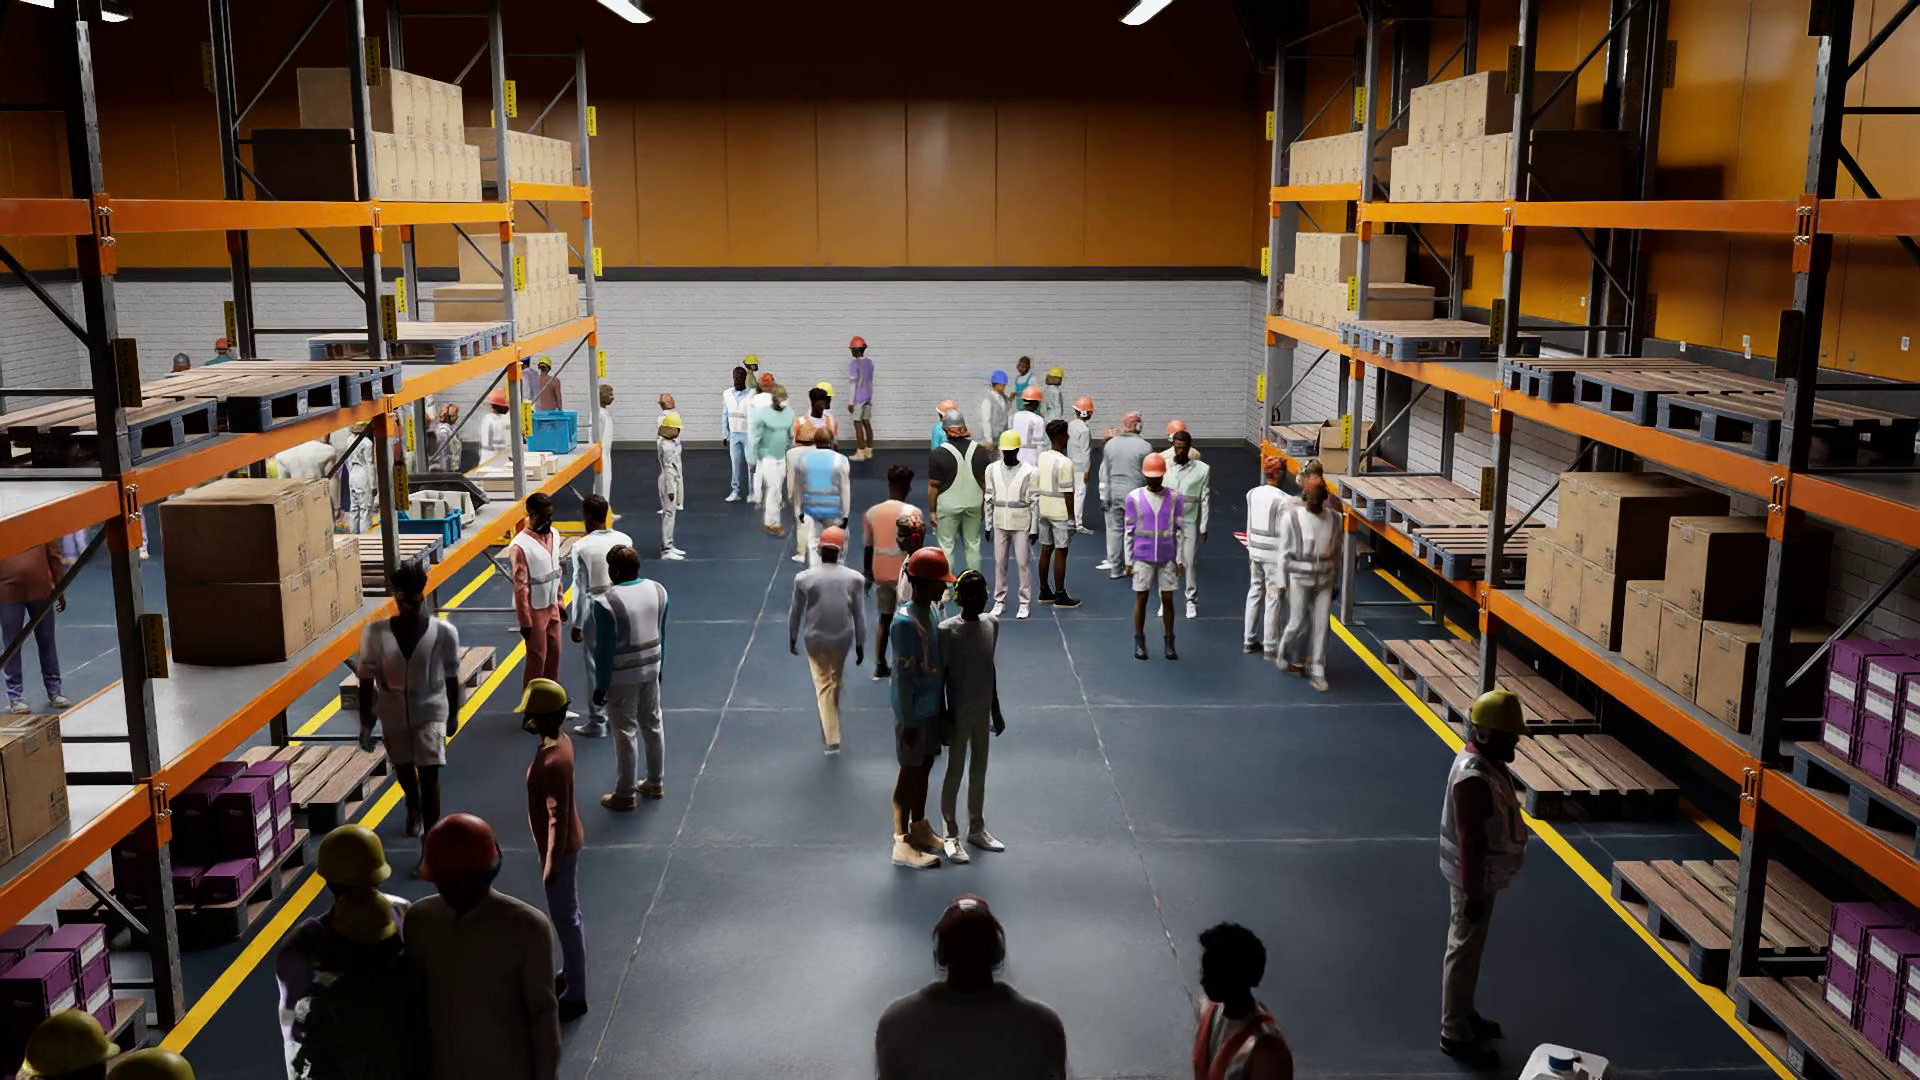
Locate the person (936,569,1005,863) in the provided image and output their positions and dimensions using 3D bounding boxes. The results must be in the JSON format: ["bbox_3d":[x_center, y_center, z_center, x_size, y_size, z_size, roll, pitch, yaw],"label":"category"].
[{"bbox_3d":[0.072,1.099,10.553,0.532,1.871,0.321,-10,15,-40],"label":"person"}]

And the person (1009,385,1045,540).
[{"bbox_3d":[0.860,-0.967,20.801,0.560,1.924,0.421,11,15,43],"label":"person"}]

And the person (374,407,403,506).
[{"bbox_3d":[-7.267,-1.061,21.278,0.399,1.919,0.582,1,11,4],"label":"person"}]

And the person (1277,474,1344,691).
[{"bbox_3d":[3.002,0.340,14.351,0.603,1.870,0.627,-2,11,-9],"label":"person"}]

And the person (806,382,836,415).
[{"bbox_3d":[-1.762,-1.058,21.246,0.397,1.920,0.586,-7,13,-31],"label":"person"}]

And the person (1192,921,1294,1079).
[{"bbox_3d":[0.977,2.139,5.801,0.323,1.686,0.536,-4,12,-17],"label":"person"}]

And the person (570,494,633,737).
[{"bbox_3d":[-2.786,0.588,13.025,0.399,1.906,0.603,7,13,32],"label":"person"}]

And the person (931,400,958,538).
[{"bbox_3d":[-0.179,-0.893,20.869,0.349,1.740,0.575,-3,12,-13],"label":"person"}]

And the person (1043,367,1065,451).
[{"bbox_3d":[1.435,-1.755,25.204,0.311,1.735,0.484,-4,12,-21],"label":"person"}]

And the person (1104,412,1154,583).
[{"bbox_3d":[1.898,-0.468,18.357,0.665,1.896,0.397,11,15,43],"label":"person"}]

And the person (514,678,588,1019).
[{"bbox_3d":[-2.081,1.562,8.491,0.311,1.768,0.532,-3,12,-13],"label":"person"}]

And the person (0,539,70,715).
[{"bbox_3d":[-7.638,0.439,13.579,0.614,1.987,0.408,-11,15,-42],"label":"person"}]

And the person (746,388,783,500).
[{"bbox_3d":[-2.756,-1.364,23.412,0.578,1.679,0.375,8,14,35],"label":"person"}]

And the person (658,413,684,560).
[{"bbox_3d":[-3.393,-0.631,19.579,0.340,1.733,0.491,-2,11,-9],"label":"person"}]

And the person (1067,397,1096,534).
[{"bbox_3d":[1.549,-0.947,21.138,0.346,1.744,0.558,-3,12,-16],"label":"person"}]

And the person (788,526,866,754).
[{"bbox_3d":[-1.020,0.744,12.752,0.574,1.707,0.883,-4,12,-19],"label":"person"}]

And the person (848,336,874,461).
[{"bbox_3d":[-1.653,-2.309,27.245,0.404,2.037,0.608,6,13,28],"label":"person"}]

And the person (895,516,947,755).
[{"bbox_3d":[-0.291,0.716,12.571,0.392,1.836,0.561,-2,12,-11],"label":"person"}]

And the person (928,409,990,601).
[{"bbox_3d":[-0.049,-0.376,17.517,0.679,2.000,0.535,-5,12,-22],"label":"person"}]

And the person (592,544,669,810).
[{"bbox_3d":[-2.283,0.935,11.445,0.430,1.845,0.619,8,14,36],"label":"person"}]

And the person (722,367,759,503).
[{"bbox_3d":[-3.052,-1.487,23.396,0.596,1.917,0.372,3,12,17],"label":"person"}]

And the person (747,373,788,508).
[{"bbox_3d":[-2.652,-1.361,22.886,0.576,1.877,0.349,3,12,16],"label":"person"}]

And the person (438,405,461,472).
[{"bbox_3d":[-6.509,-0.903,21.194,0.318,1.631,0.518,-2,11,-9],"label":"person"}]

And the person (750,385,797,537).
[{"bbox_3d":[-2.252,-0.996,20.940,0.645,1.911,0.766,-11,16,-43],"label":"person"}]

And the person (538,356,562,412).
[{"bbox_3d":[-6.668,-2.079,26.778,0.534,1.755,0.341,0,11,-2],"label":"person"}]

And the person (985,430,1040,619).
[{"bbox_3d":[0.516,-0.160,16.749,0.587,1.920,0.390,5,12,22],"label":"person"}]

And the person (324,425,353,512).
[{"bbox_3d":[-7.938,-1.075,21.453,0.538,1.869,0.312,-1,11,-3],"label":"person"}]

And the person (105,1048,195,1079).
[{"bbox_3d":[-2.130,2.273,4.517,0.368,1.928,0.585,4,12,20],"label":"person"}]

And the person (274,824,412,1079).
[{"bbox_3d":[-2.192,1.955,6.111,0.385,1.928,0.589,6,13,29],"label":"person"}]

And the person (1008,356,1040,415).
[{"bbox_3d":[0.964,-1.963,26.014,0.729,1.816,0.550,-8,14,-34],"label":"person"}]

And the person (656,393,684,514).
[{"bbox_3d":[-3.934,-1.171,22.513,0.310,1.640,0.514,5,12,22],"label":"person"}]

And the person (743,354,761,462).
[{"bbox_3d":[-3.386,-2.143,27.073,0.312,1.768,0.522,0,11,1],"label":"person"}]
